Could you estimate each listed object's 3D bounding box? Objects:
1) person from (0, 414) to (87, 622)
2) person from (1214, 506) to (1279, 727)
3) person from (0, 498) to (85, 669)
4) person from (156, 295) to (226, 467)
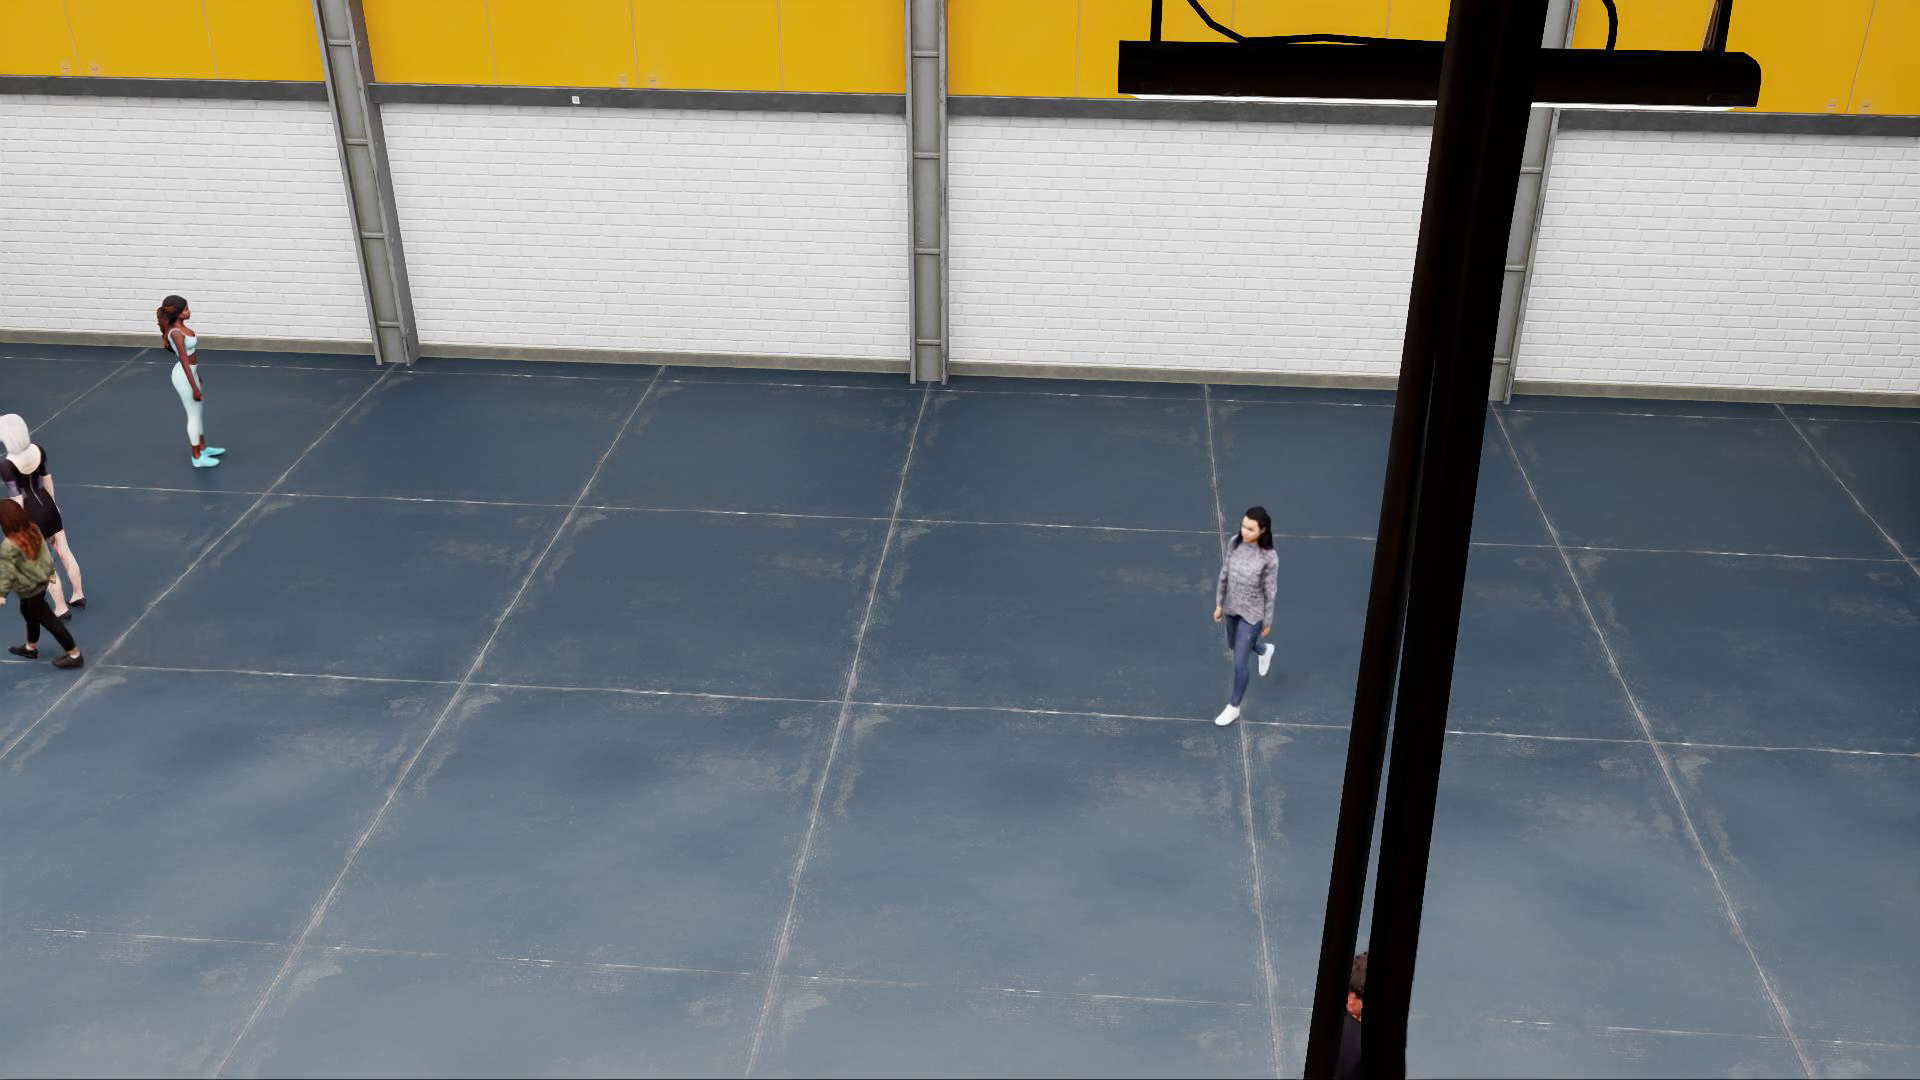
[{"bbox_3d":[-7.424,-0.185,13.406,0.558,1.829,0.619,8,30,14],"label":"person"},{"bbox_3d":[2.163,0.499,12.276,1.109,1.710,1.066,-23,36,-36],"label":"person"},{"bbox_3d":[-7.061,0.357,12.804,0.883,1.453,0.695,-3,29,-5],"label":"person"},{"bbox_3d":[-7.428,-1.536,15.993,0.662,1.724,0.646,-10,30,-18],"label":"person"}]
